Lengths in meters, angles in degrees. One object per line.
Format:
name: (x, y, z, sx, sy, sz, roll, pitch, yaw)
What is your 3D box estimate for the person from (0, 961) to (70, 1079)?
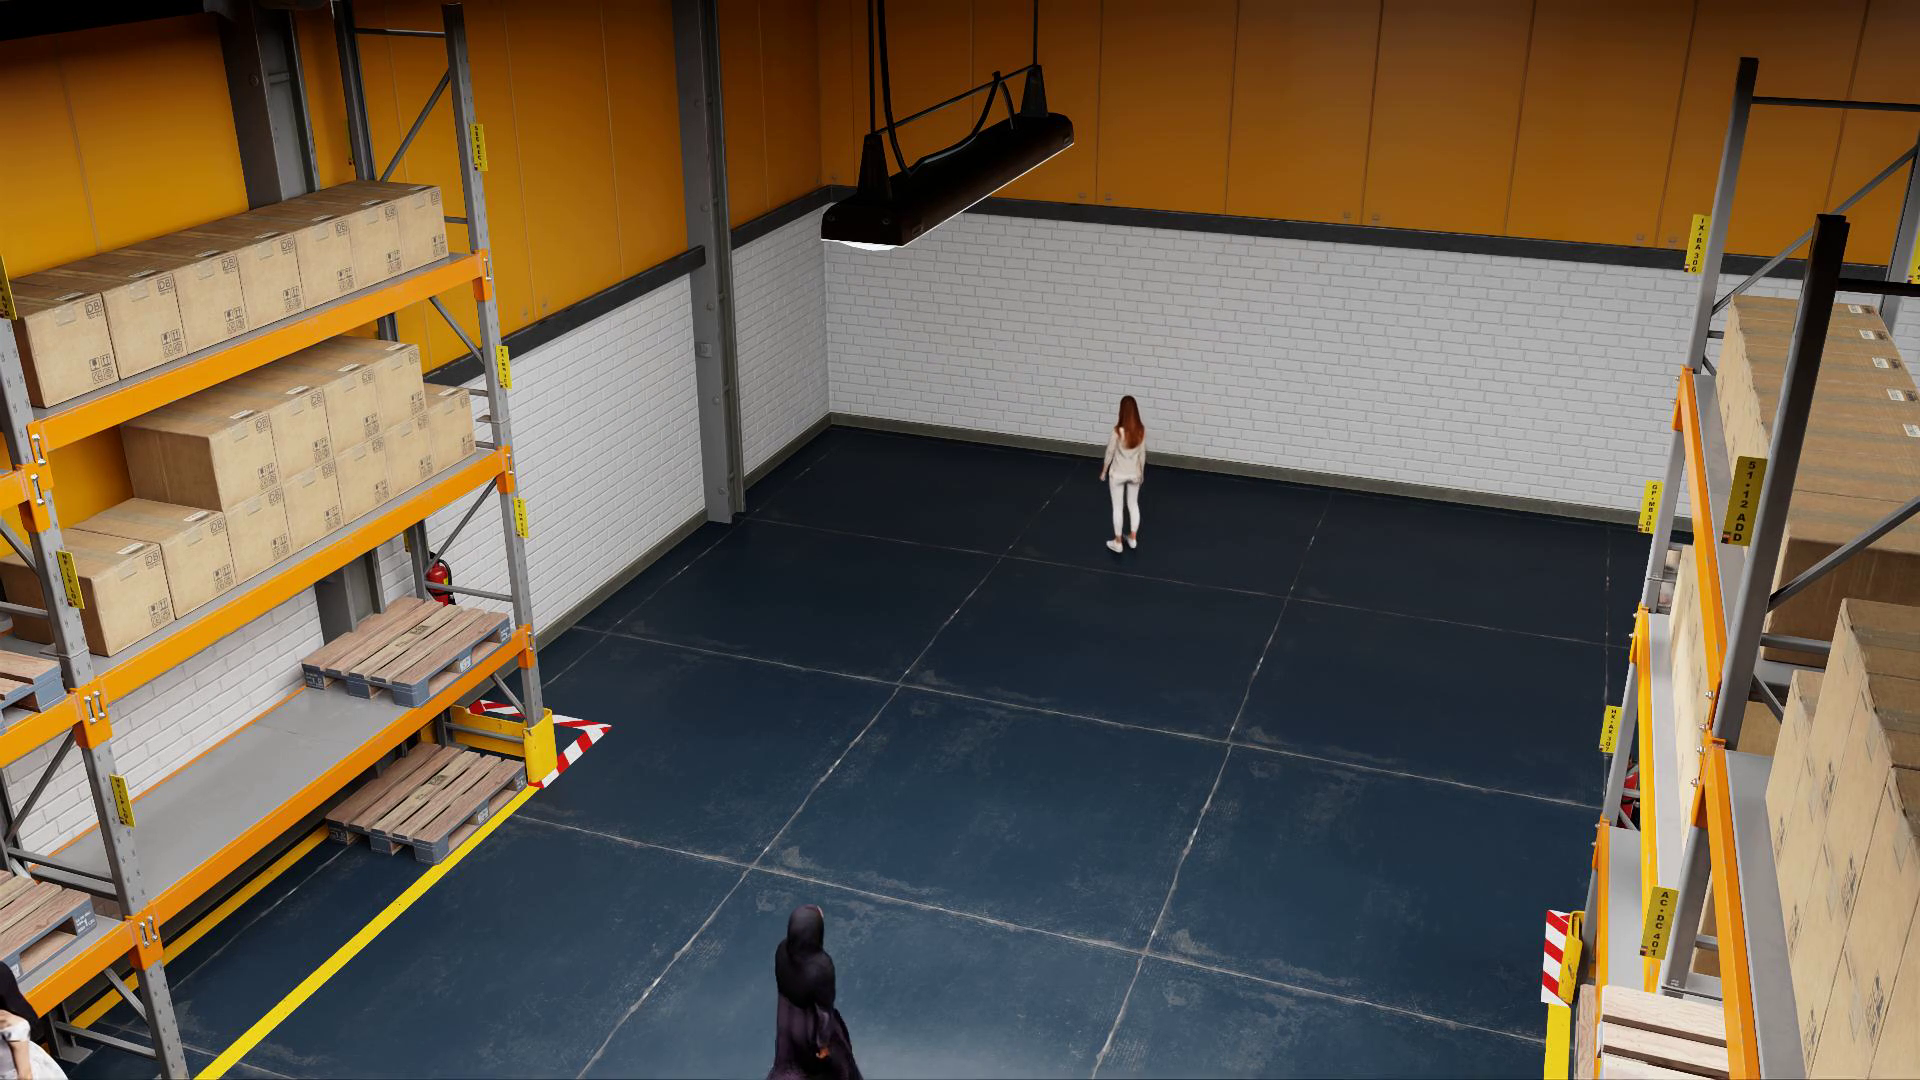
person: (-4.985, 2.975, 8.905, 0.799, 1.769, 0.776, -19, 30, -36)

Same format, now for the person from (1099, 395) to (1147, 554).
person: (1.726, -0.673, 17.327, 0.725, 1.707, 0.778, -9, 25, -19)

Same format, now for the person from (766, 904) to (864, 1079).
person: (-0.938, 2.795, 9.533, 0.844, 1.596, 1.150, 17, 29, 34)
